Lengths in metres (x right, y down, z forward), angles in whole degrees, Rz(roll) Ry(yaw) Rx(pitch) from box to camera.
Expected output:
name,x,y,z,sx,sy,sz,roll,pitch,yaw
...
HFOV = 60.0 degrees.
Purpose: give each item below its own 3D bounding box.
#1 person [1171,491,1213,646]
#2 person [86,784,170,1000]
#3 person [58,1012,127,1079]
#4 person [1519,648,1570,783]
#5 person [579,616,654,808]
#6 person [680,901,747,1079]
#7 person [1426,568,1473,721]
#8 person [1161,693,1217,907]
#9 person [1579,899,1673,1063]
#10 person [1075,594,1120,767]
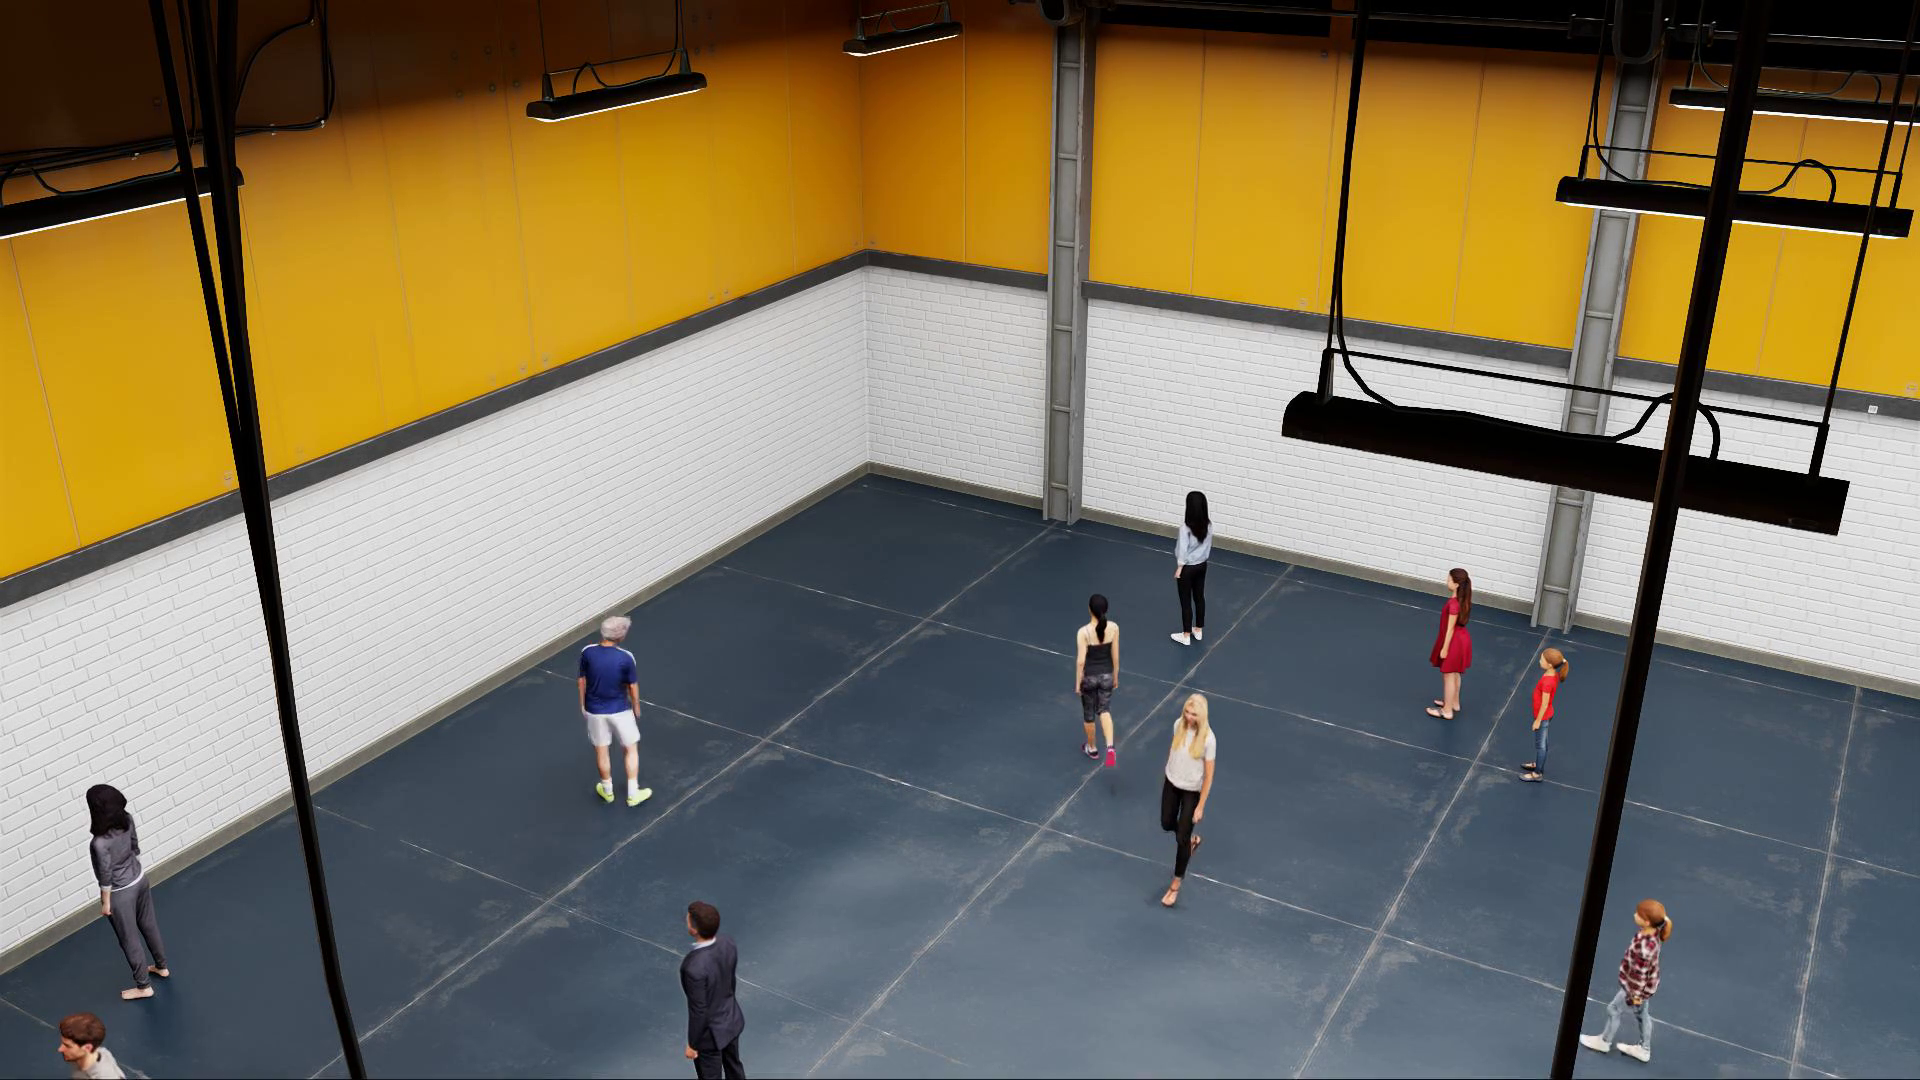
name,x,y,z,sx,sy,sz,roll,pitch,yaw
person,2.448,0.281,17.542,0.682,1.711,0.675,-17,29,-34
person,-6.143,2.566,12.246,0.636,1.765,0.659,3,24,7
person,-5.007,3.562,9.804,0.762,1.897,0.604,-21,31,-39
person,5.294,1.576,15.080,0.512,1.310,0.505,10,26,22
person,-3.114,1.495,14.653,0.781,1.801,0.890,-8,25,-17
person,-1.606,3.146,10.791,0.598,1.867,0.635,11,26,24
person,4.792,0.991,16.118,0.600,1.550,0.539,12,26,25
person,1.821,2.035,13.412,0.967,1.804,0.811,17,29,33
person,4.809,3.104,11.608,0.711,1.290,0.569,15,28,31
person,1.280,1.318,15.168,0.902,1.713,0.979,-8,25,-17
